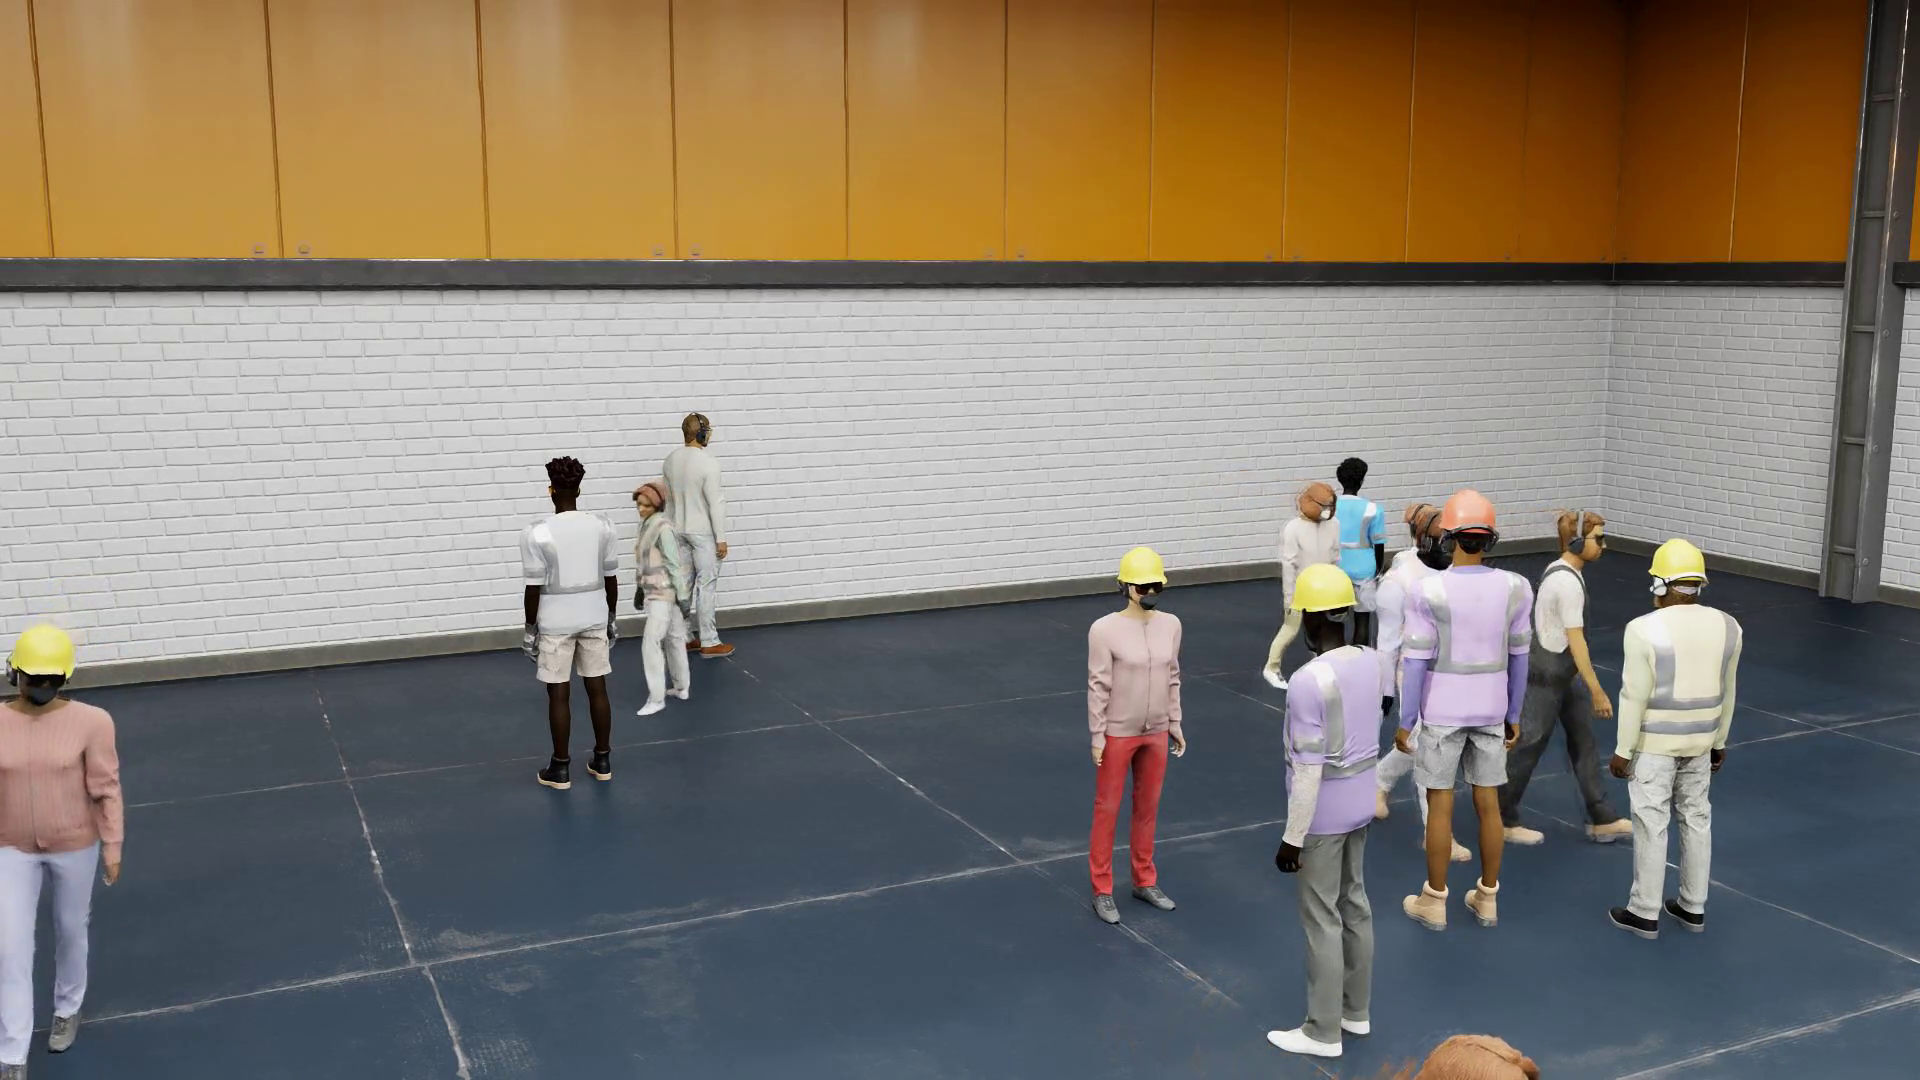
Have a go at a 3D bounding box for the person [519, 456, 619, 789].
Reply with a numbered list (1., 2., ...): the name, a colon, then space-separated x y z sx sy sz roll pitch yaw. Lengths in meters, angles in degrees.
1. person: -2.296 0.482 9.809 0.607 1.966 0.367 -7 11 -36

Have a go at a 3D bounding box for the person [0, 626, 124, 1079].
1. person: -3.423 1.178 6.216 0.543 1.717 0.870 -4 10 -22

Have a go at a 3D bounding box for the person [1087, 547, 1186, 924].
1. person: 0.832 0.903 7.813 0.523 1.769 0.316 -5 10 -28

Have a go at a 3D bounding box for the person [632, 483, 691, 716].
1. person: -2.075 0.386 11.562 0.449 1.599 0.642 -3 10 -20

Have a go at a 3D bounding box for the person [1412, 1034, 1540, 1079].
1. person: 0.886 1.714 3.265 0.718 1.609 0.511 7 11 35

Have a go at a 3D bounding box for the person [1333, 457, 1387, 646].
1. person: 2.838 0.239 12.150 0.540 1.695 0.315 4 10 23

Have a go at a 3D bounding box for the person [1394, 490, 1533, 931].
1. person: 2.304 0.786 7.680 0.605 2.045 0.377 -1 9 -7

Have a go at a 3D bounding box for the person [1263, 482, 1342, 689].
1. person: 2.485 0.348 11.845 0.564 1.577 0.873 -4 10 -23

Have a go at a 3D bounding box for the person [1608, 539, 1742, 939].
1. person: 3.239 0.904 7.603 0.600 1.829 0.404 -2 9 -15

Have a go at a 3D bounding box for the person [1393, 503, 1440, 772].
1. person: 2.809 0.592 10.140 0.525 1.639 0.307 -5 11 -30

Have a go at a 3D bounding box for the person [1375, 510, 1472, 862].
1. person: 2.442 0.718 8.853 0.634 1.810 0.832 -5 11 -30

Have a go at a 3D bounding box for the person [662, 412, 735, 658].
1. person: -2.067 -0.037 13.116 0.631 1.940 0.372 7 12 38

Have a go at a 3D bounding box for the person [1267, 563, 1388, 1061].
1. person: 1.411 1.044 6.450 0.382 1.923 0.593 8 12 42

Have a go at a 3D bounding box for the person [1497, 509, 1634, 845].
1. person: 3.225 0.744 8.676 0.909 1.804 0.516 3 10 21
